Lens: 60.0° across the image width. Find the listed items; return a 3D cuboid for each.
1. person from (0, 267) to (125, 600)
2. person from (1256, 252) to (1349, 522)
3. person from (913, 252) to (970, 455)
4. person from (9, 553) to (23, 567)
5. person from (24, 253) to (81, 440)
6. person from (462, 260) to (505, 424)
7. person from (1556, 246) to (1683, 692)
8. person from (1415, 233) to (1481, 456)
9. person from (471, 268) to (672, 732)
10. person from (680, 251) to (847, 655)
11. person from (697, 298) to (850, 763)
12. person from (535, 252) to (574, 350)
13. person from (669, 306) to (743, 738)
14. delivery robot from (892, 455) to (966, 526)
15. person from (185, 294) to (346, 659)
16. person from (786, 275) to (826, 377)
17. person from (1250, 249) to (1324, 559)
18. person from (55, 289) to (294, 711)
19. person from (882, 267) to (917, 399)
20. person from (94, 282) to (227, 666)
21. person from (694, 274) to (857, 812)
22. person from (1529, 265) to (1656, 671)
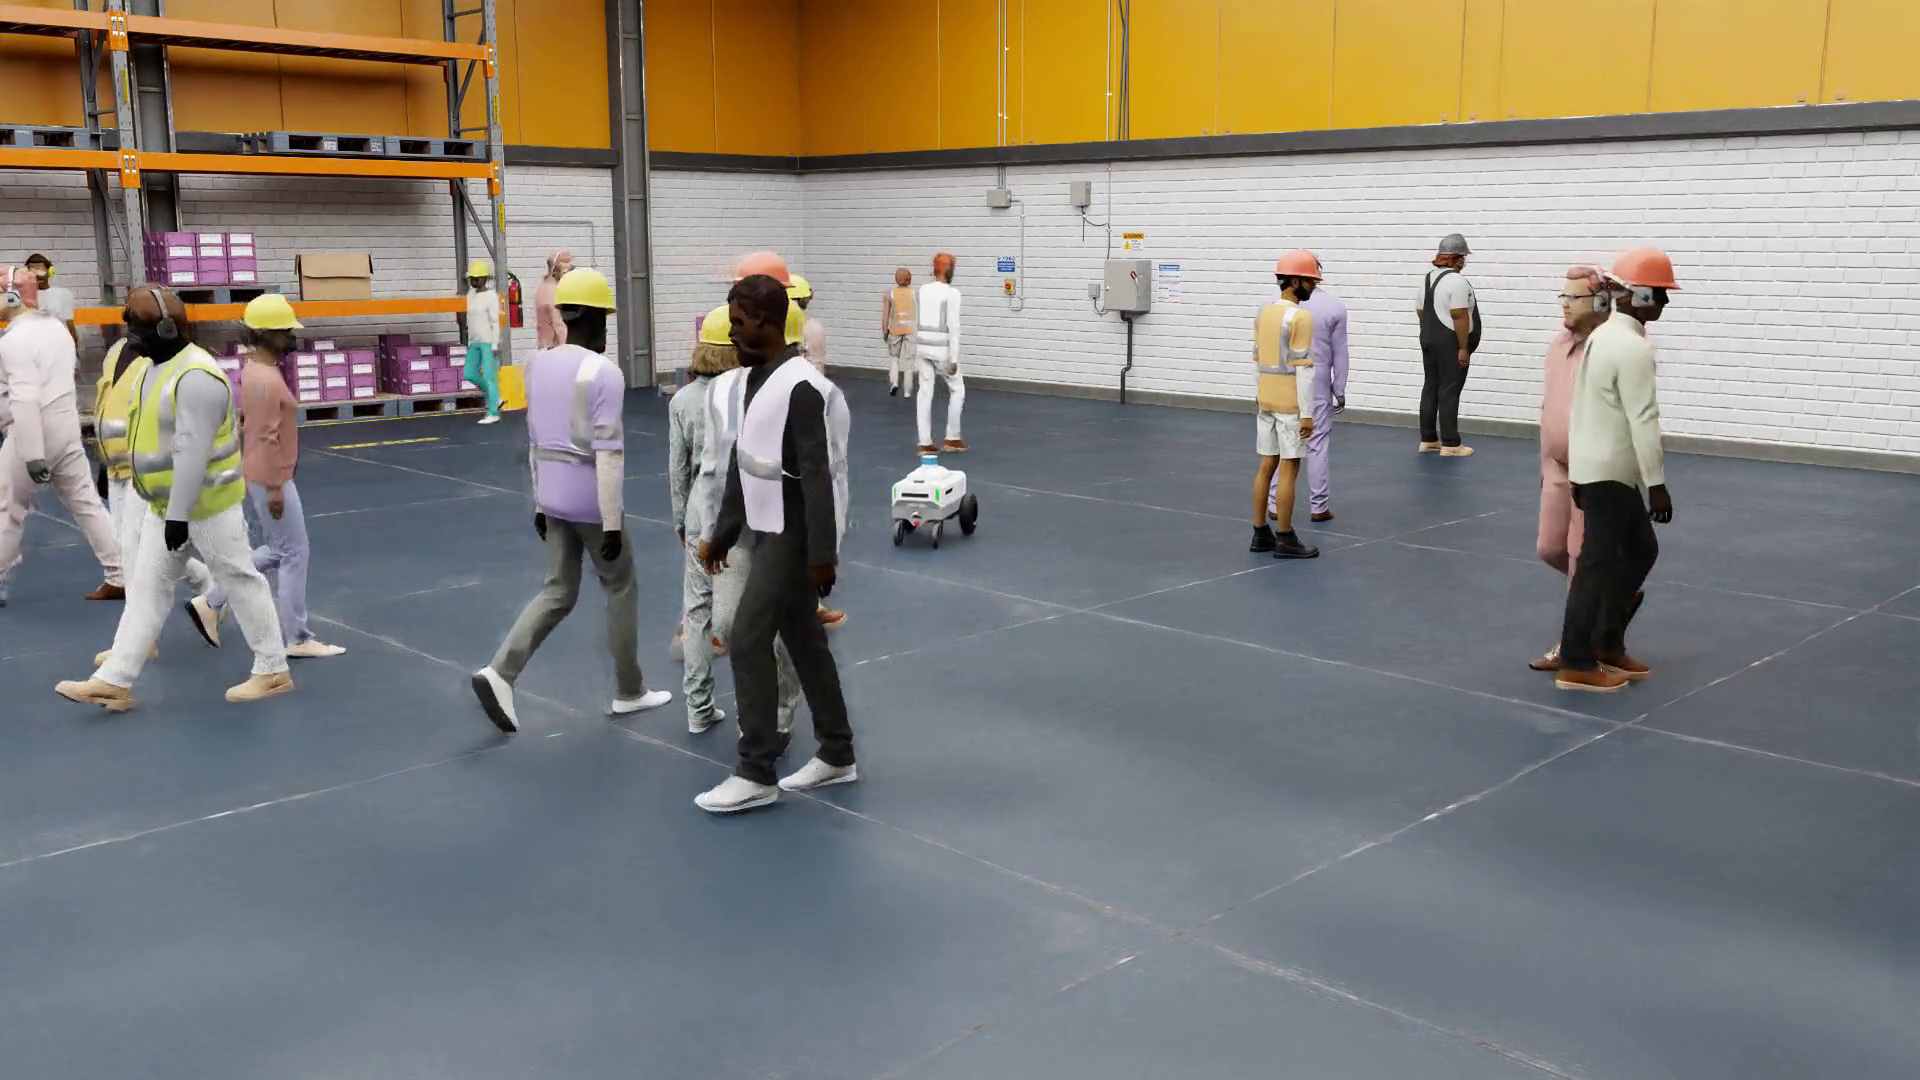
[{"bbox_3d":[-5.041,-0.548,9.053,1.001,1.859,0.645,0,10,-2],"label":"person"},{"bbox_3d":[2.422,-1.080,11.799,0.650,1.906,0.401,3,11,17],"label":"person"},{"bbox_3d":[-0.160,-1.719,15.414,0.606,1.860,0.707,7,13,34],"label":"person"},{"bbox_3d":[-6.260,-0.695,9.910,0.939,1.844,0.601,-6,12,-31],"label":"person"},{"bbox_3d":[-8.329,-1.678,15.206,0.509,1.860,0.318,-2,11,-12],"label":"person"},{"bbox_3d":[-5.116,-2.117,17.859,0.539,1.751,0.401,8,13,38],"label":"person"},{"bbox_3d":[2.947,-0.288,7.305,0.595,1.976,0.623,2,11,11],"label":"person"},{"bbox_3d":[4.546,-1.806,15.392,0.536,2.000,0.672,-3,11,-16],"label":"person"},{"bbox_3d":[-1.610,-0.159,6.812,0.593,1.896,0.836,8,13,37],"label":"person"},{"bbox_3d":[-0.987,-0.430,8.144,1.026,1.950,0.606,-8,13,-38],"label":"person"},{"bbox_3d":[-0.720,-0.041,6.401,0.607,1.810,0.472,2,11,10],"label":"person"},{"bbox_3d":[-3.560,-1.606,14.773,0.447,1.876,0.689,-5,11,-25],"label":"person"},{"bbox_3d":[-0.937,-0.070,6.735,0.489,1.743,0.322,5,12,26],"label":"person"},{"bbox_3d":[-0.201,-0.320,11.090,0.477,0.478,0.707,3,11,15],"label":"delivery robot"},{"bbox_3d":[-3.321,-0.282,7.853,0.607,1.751,0.527,-5,12,-27],"label":"person"},{"bbox_3d":[-1.102,-0.935,11.422,0.353,1.756,0.518,-8,13,-38],"label":"person"},{"bbox_3d":[2.067,-0.852,10.481,0.374,1.934,0.548,-4,11,-22],"label":"person"},{"bbox_3d":[-3.337,-0.146,7.029,0.634,1.787,0.961,9,14,42],"label":"person"},{"bbox_3d":[-0.694,-2.568,20.666,0.528,1.624,0.365,0,10,2],"label":"person"},{"bbox_3d":[-3.886,-0.335,8.013,0.640,1.802,0.733,8,13,38],"label":"person"},{"bbox_3d":[-0.739,0.001,5.979,0.806,1.873,0.589,-4,11,-21],"label":"person"},{"bbox_3d":[2.982,-0.330,7.759,0.611,1.888,0.658,-3,11,-17],"label":"person"}]
